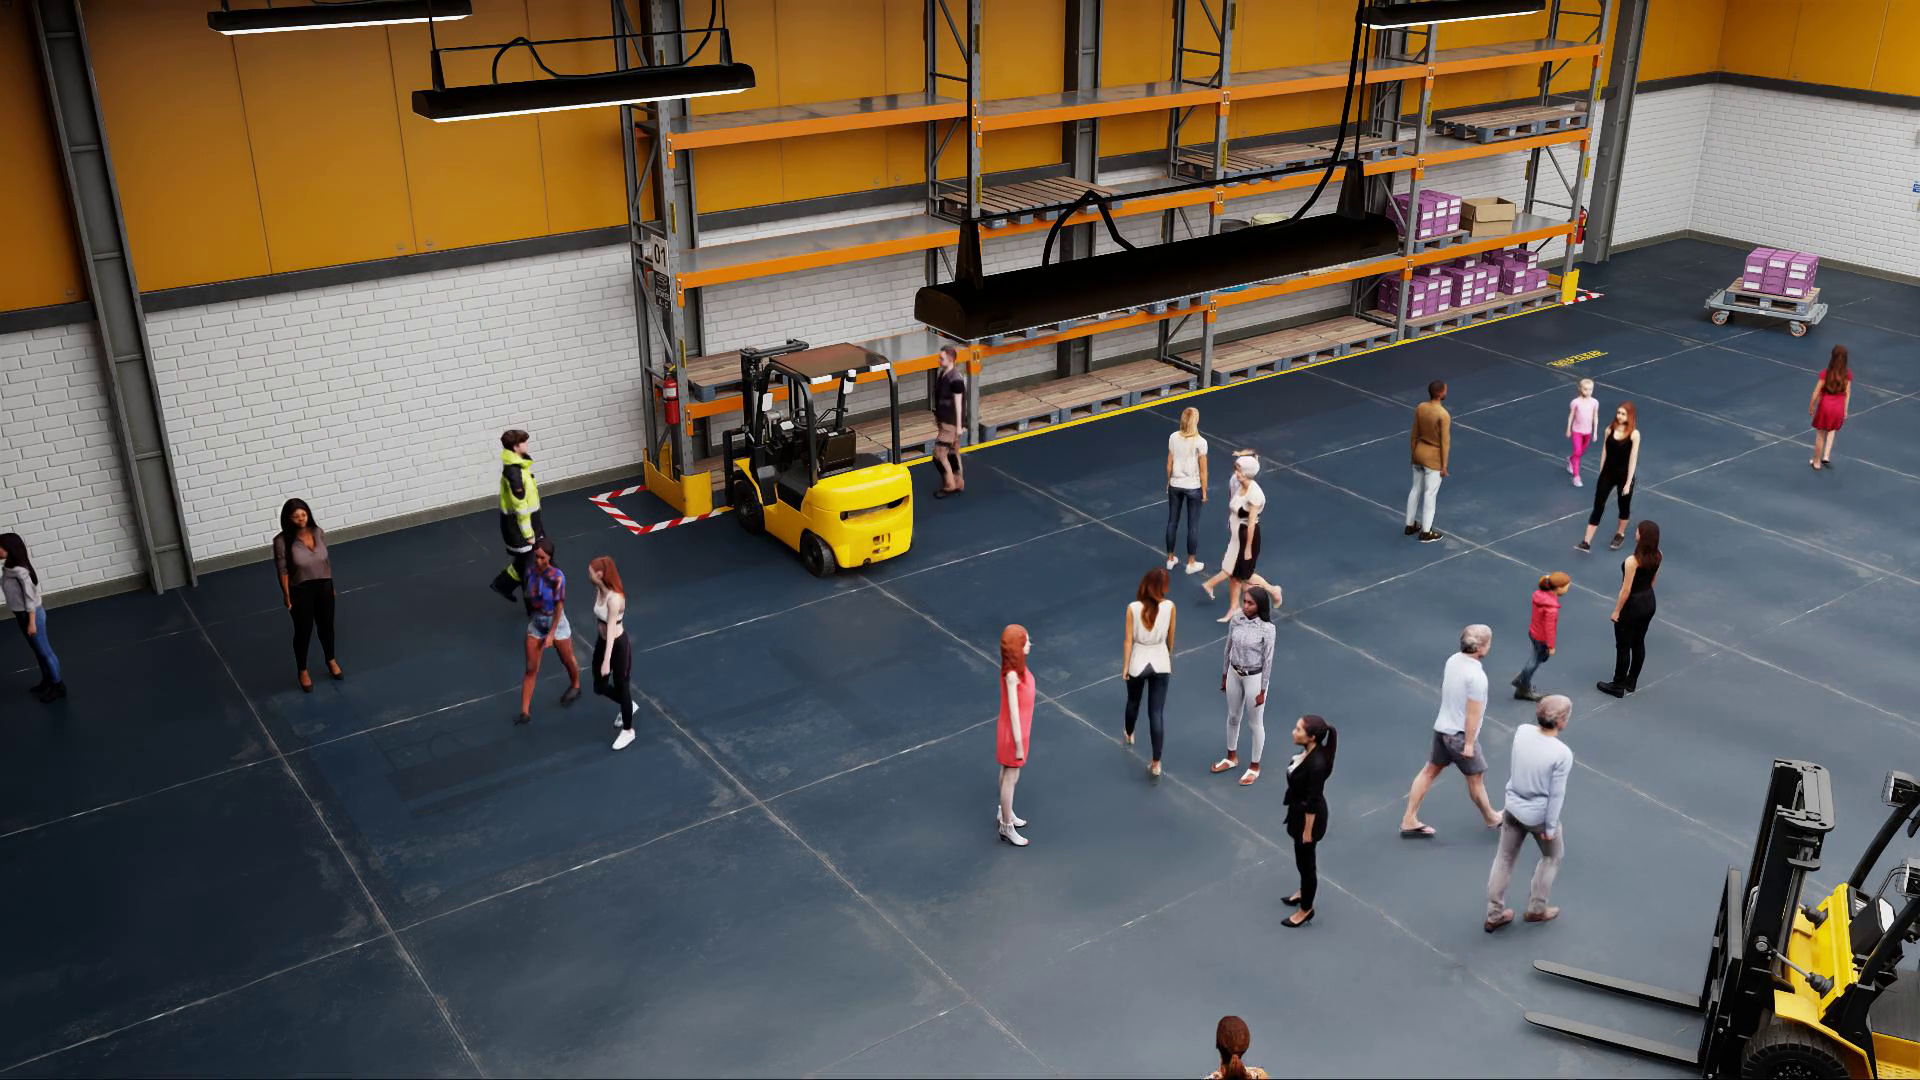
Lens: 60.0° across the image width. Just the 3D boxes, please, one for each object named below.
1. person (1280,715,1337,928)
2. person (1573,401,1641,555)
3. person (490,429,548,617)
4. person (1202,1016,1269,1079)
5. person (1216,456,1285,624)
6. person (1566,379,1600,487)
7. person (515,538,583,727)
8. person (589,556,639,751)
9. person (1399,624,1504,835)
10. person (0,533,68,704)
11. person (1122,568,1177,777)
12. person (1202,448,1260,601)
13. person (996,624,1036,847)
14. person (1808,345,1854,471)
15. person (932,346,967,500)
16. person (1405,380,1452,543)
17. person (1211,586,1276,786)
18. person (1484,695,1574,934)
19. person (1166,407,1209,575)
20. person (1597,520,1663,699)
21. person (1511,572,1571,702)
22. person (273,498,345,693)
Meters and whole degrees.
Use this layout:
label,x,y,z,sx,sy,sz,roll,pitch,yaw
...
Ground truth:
label,x,y,z,sx,sy,sz,roll,pitch,yaw
person,2.487,1.981,11.850,0.743,1.658,0.690,3,24,8
person,7.118,-0.672,17.880,0.719,1.689,1.140,22,32,40
person,-4.380,-0.153,16.343,1.048,1.969,0.963,-5,24,-10
person,1.419,3.316,8.661,0.892,1.768,0.882,-1,24,-3
person,2.875,0.028,16.230,1.010,1.729,0.832,-5,24,-11
person,7.435,-1.326,19.921,0.895,1.254,0.868,0,24,0
person,-3.537,0.763,14.597,1.043,1.690,1.177,8,25,18
person,-2.896,0.917,14.179,0.659,1.743,0.772,21,31,40
person,3.717,1.505,12.782,1.265,1.785,0.994,-4,24,-9
person,-8.312,0.674,14.874,0.538,1.631,0.620,-19,30,-37
person,1.582,1.118,13.726,1.088,1.737,1.059,0,24,0
person,2.782,-0.131,16.752,1.032,1.601,0.799,-5,24,-11
person,0.405,1.479,12.788,0.697,1.828,0.672,0,24,1
person,10.551,-1.576,20.132,0.712,1.544,0.771,5,24,12
person,-0.028,-1.378,19.326,0.777,1.826,0.772,-8,25,-17
person,5.125,-0.879,18.196,0.525,1.816,0.627,-15,28,-31
person,2.356,1.164,13.636,0.572,1.725,0.625,-22,32,-40
person,3.932,1.958,11.643,0.799,1.867,0.680,-17,29,-34
person,2.358,-0.529,17.406,0.672,1.808,0.632,14,27,29
person,6.066,0.611,14.946,0.509,1.688,0.656,-13,27,-27
person,5.115,0.863,14.859,0.714,1.297,0.654,3,24,6
person,-5.902,0.473,15.073,0.769,1.840,0.616,19,30,37
